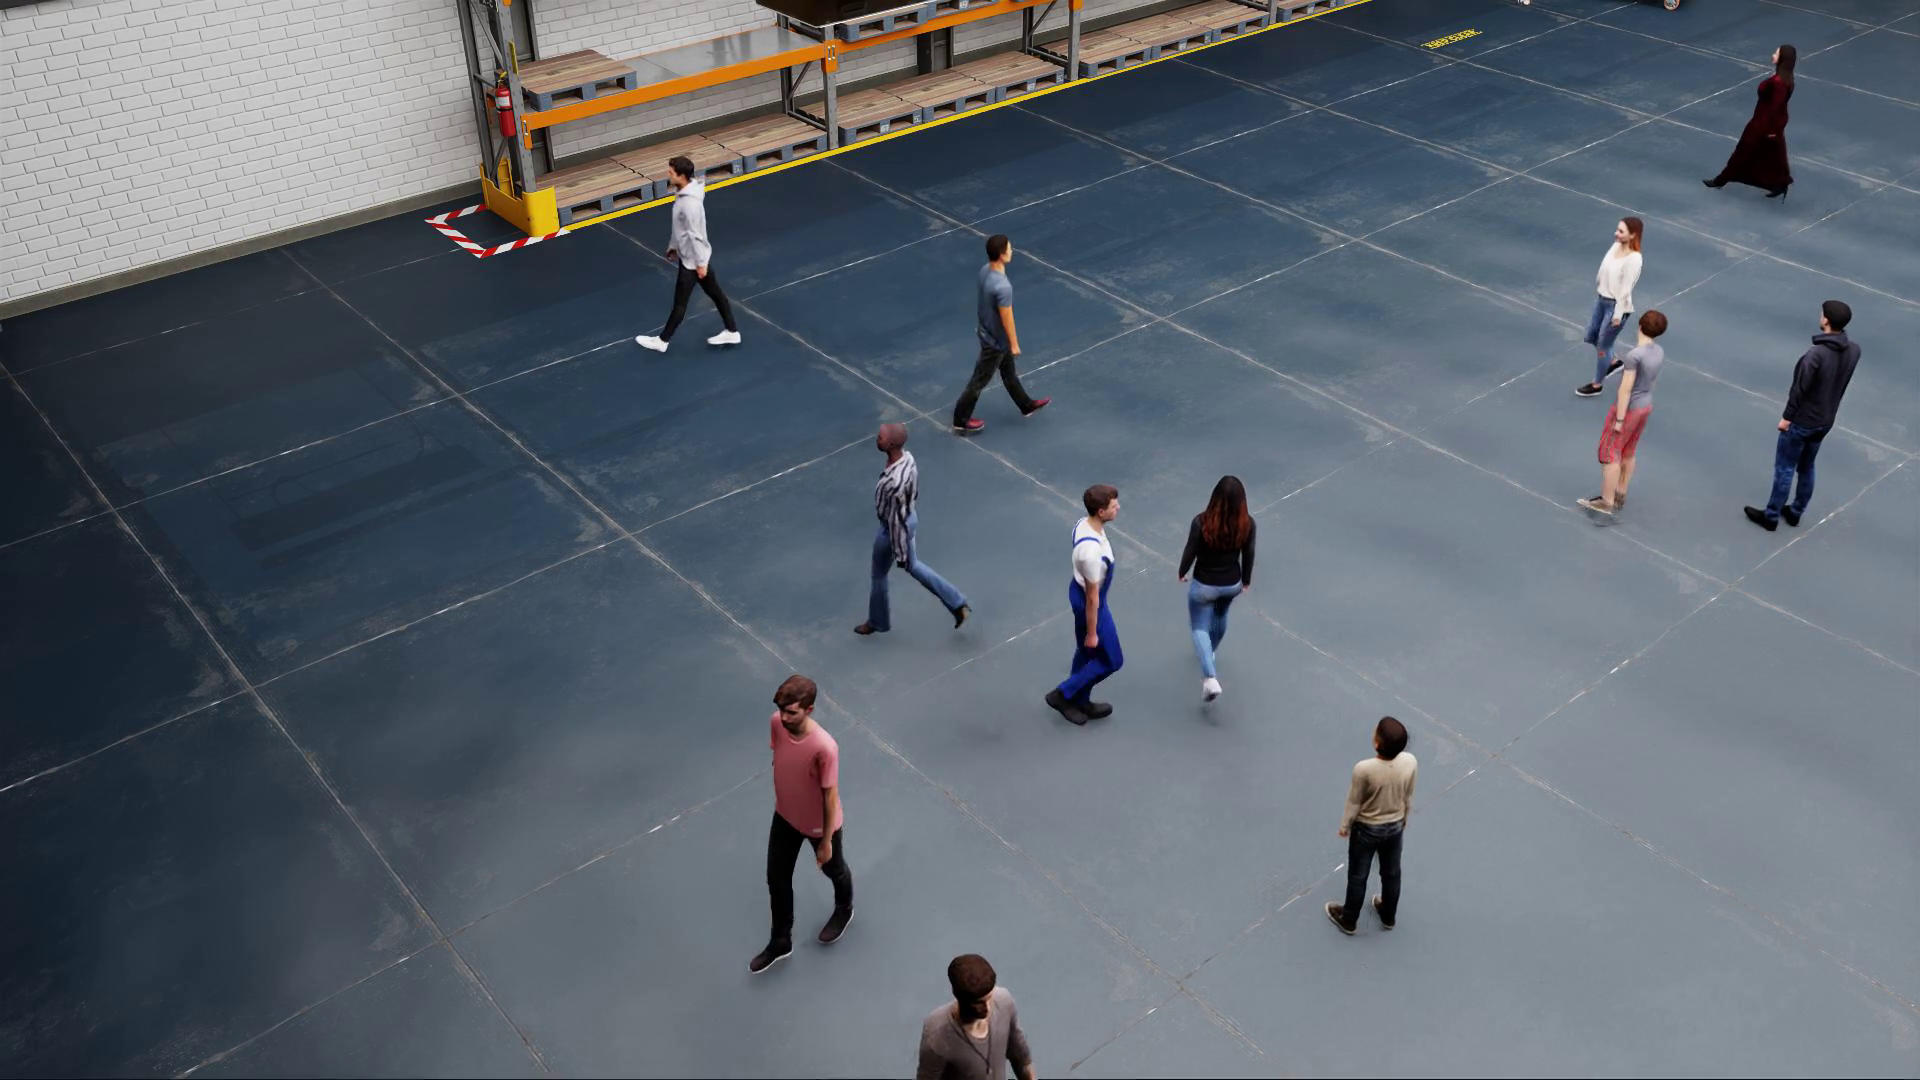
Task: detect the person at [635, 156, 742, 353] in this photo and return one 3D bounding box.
[{"bbox_3d":[-2.339,-2.597,15.274,1.319,1.868,1.063,-7,34,-11],"label":"person"}]

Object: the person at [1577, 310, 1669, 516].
[{"bbox_3d":[5.281,-0.967,13.051,0.639,1.613,0.875,-29,43,-36],"label":"person"}]

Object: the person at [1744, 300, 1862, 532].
[{"bbox_3d":[6.527,-0.934,12.756,0.623,1.885,0.796,-13,36,-19],"label":"person"}]

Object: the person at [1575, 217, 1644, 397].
[{"bbox_3d":[5.799,-2.037,14.599,0.849,1.681,0.784,-6,34,-8],"label":"person"}]

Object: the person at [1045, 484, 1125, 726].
[{"bbox_3d":[0.752,0.451,10.715,0.885,1.837,0.823,-1,34,-1],"label":"person"}]

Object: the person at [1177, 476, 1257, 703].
[{"bbox_3d":[1.714,0.327,11.105,1.077,1.612,1.018,-5,34,-7],"label":"person"}]

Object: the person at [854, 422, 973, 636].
[{"bbox_3d":[-0.339,-0.034,11.509,1.113,1.765,1.092,5,34,7],"label":"person"}]

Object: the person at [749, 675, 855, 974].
[{"bbox_3d":[-0.760,1.464,9.109,0.808,1.928,1.028,21,39,28],"label":"person"}]

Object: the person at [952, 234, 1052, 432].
[{"bbox_3d":[0.210,-1.693,14.004,1.250,1.768,1.005,-8,34,-12],"label":"person"}]

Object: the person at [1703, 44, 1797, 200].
[{"bbox_3d":[9.031,-4.560,18.379,0.995,1.698,1.183,18,37,25],"label":"person"}]

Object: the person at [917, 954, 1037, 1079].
[{"bbox_3d":[-0.010,2.510,7.590,1.062,1.868,0.763,-27,42,-34],"label":"person"}]

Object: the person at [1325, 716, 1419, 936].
[{"bbox_3d":[2.348,1.609,9.318,0.562,1.456,0.674,-6,34,-9],"label":"person"}]
